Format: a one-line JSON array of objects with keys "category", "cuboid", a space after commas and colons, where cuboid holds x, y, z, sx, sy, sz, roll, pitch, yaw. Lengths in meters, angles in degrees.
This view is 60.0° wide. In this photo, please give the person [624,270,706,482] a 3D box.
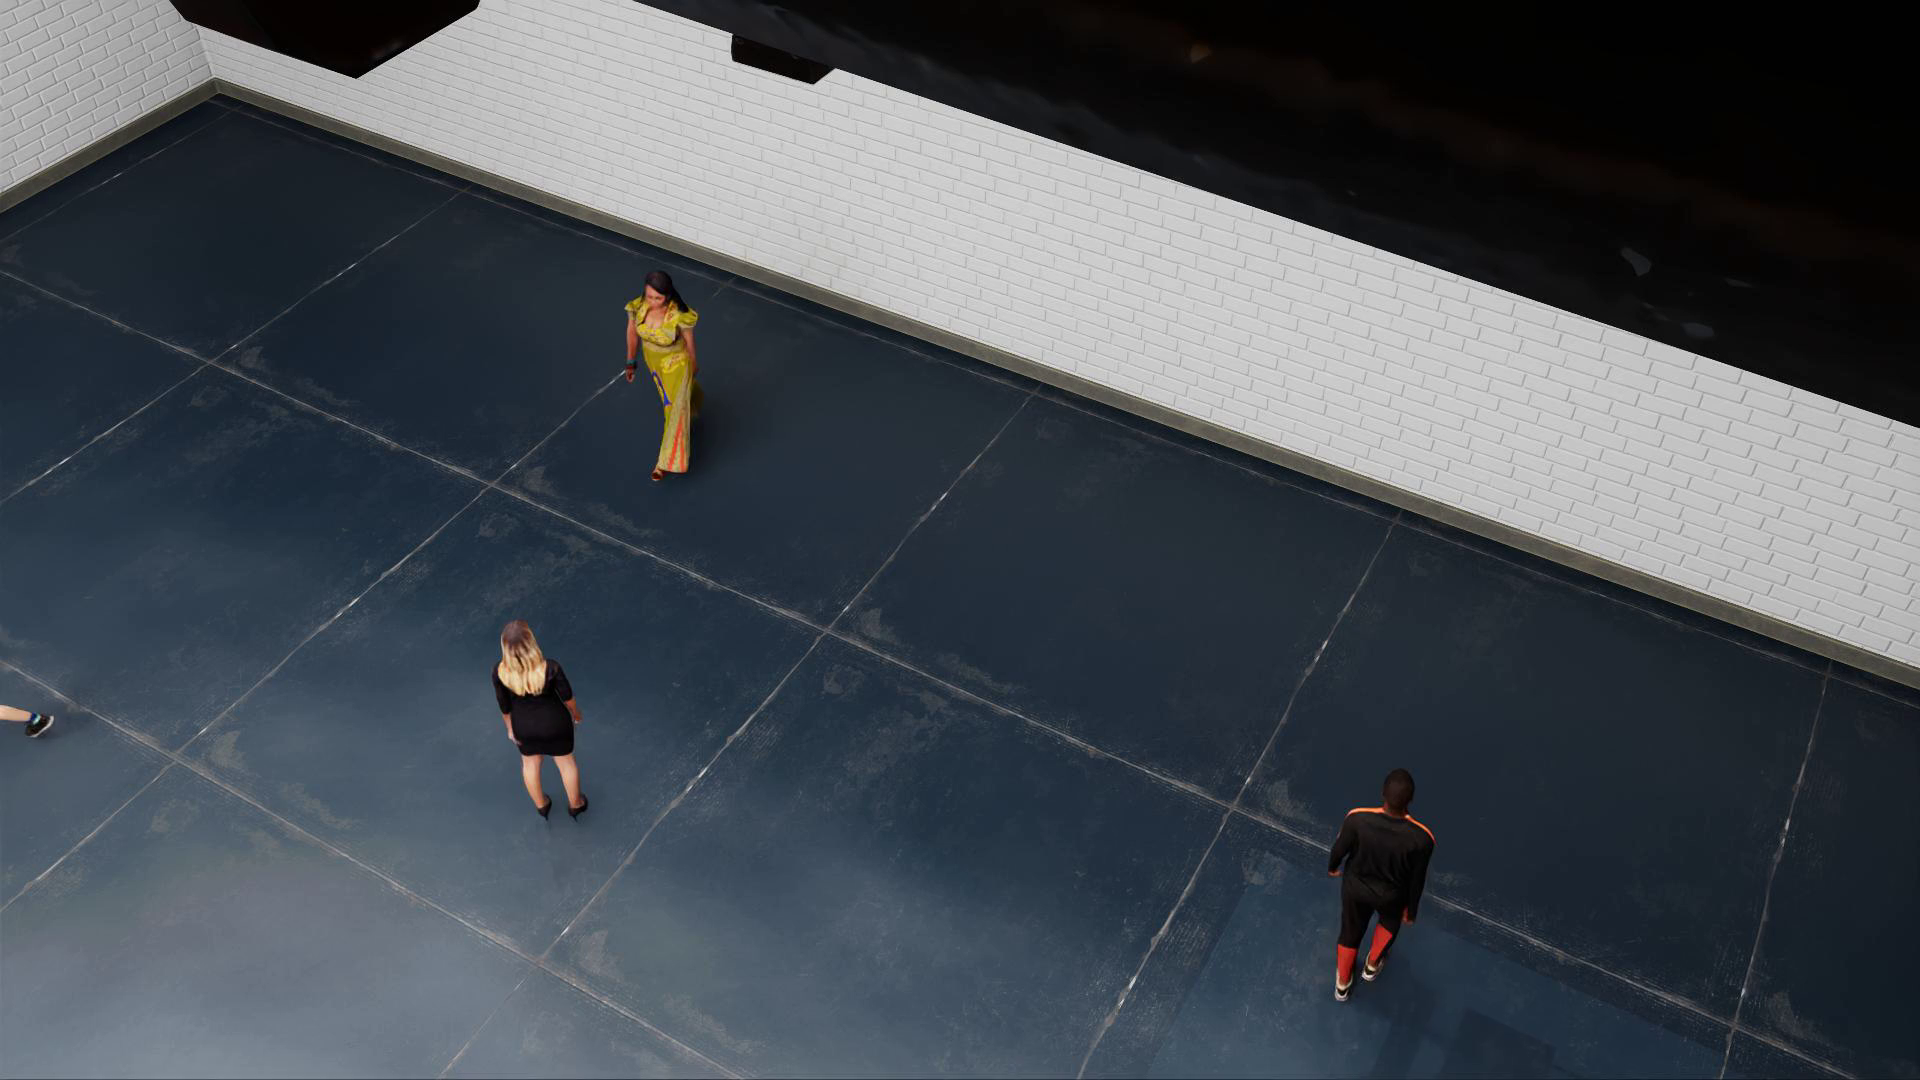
[{"category": "person", "cuboid": [-2.121, -1.347, 12.284, 0.844, 1.599, 1.298, 15, 46, 15]}]

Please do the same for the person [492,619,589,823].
[{"category": "person", "cuboid": [-2.427, 1.093, 9.660, 0.634, 1.675, 0.654, -3, 44, -3]}]

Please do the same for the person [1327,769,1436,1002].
[{"category": "person", "cuboid": [2.166, 1.884, 8.739, 0.705, 1.801, 0.722, 17, 46, 17]}]
